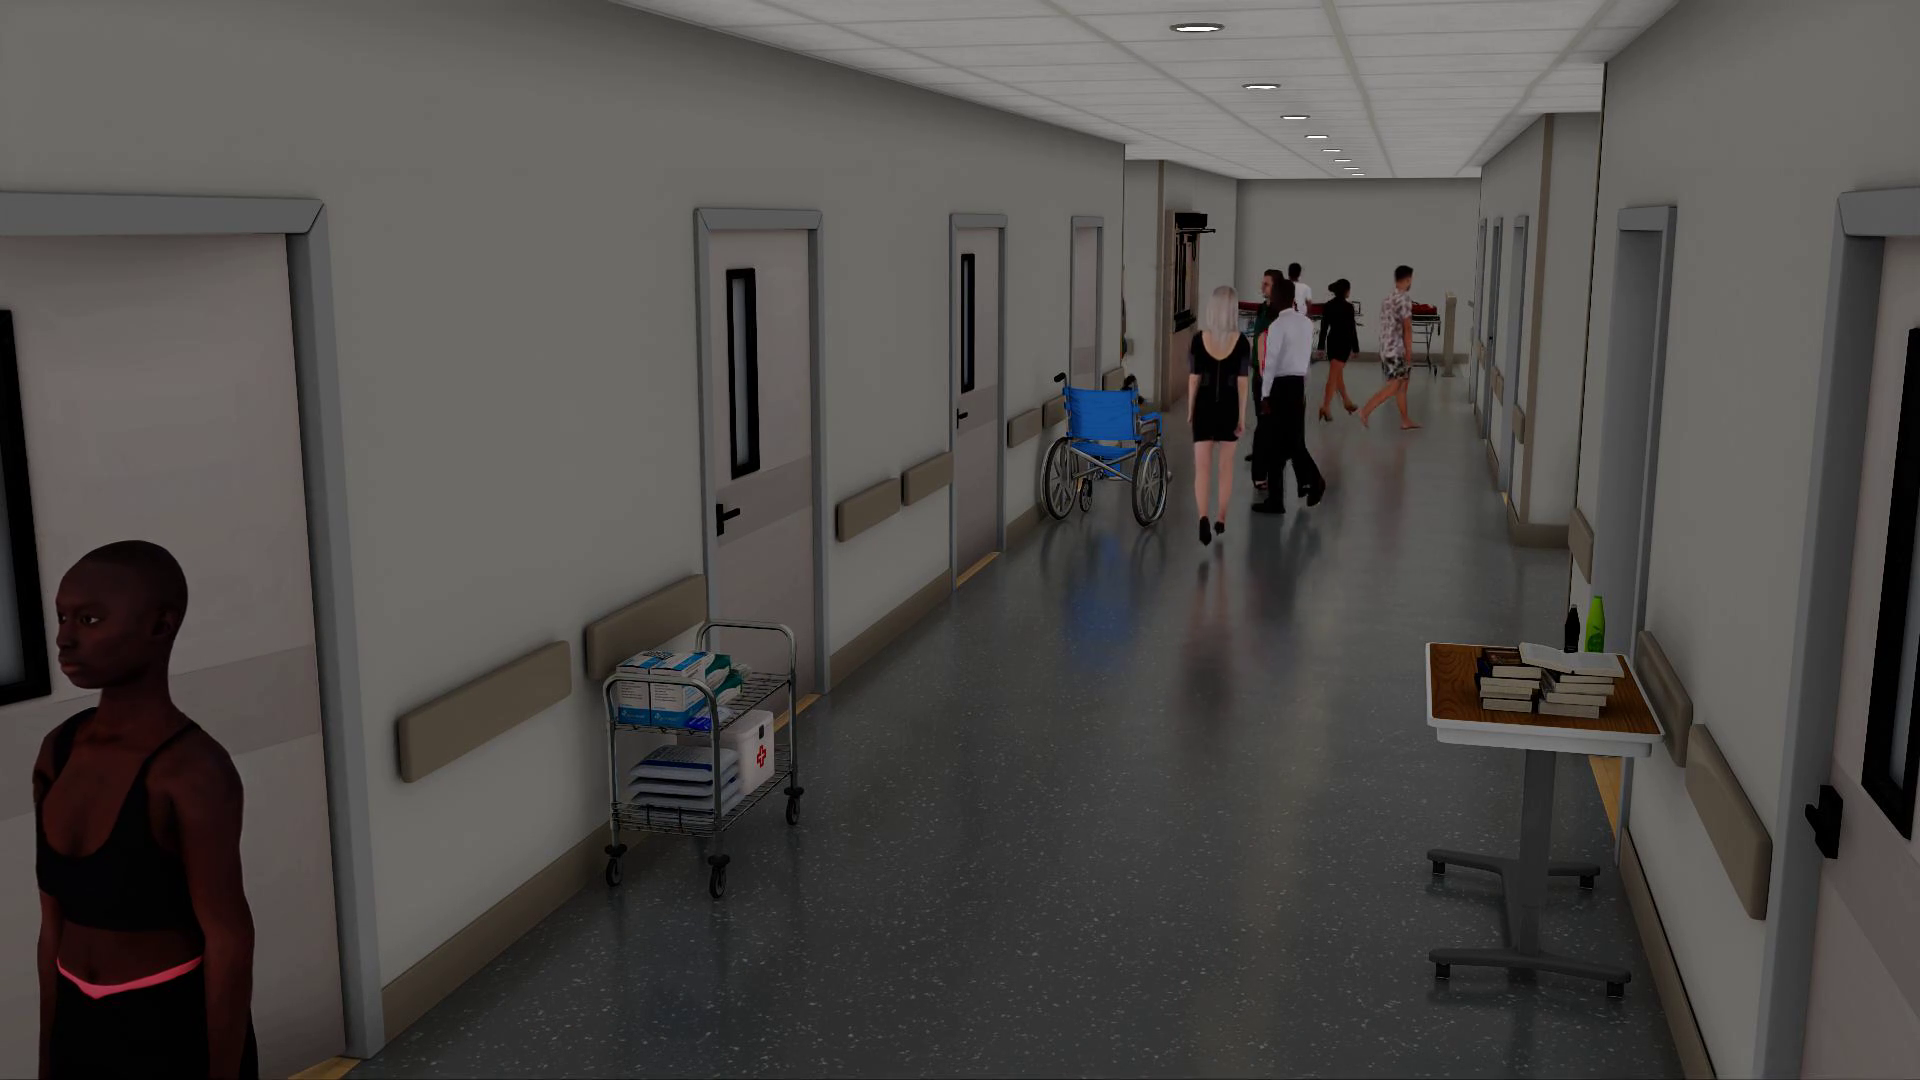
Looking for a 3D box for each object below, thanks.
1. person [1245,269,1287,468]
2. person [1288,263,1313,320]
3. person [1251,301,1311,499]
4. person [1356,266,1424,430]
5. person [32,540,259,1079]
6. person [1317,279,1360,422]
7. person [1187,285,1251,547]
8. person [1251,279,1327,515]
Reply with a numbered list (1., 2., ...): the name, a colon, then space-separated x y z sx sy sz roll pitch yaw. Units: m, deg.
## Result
1. person: 2.918 -1.613 15.573 0.792 1.840 0.719 -5 12 -25
2. person: 4.572 -2.908 22.797 0.715 1.696 1.149 2 11 9
3. person: 2.603 -1.164 13.812 0.911 1.618 1.140 -3 11 -13
4. person: 4.657 -2.052 18.080 1.086 1.772 1.147 -2 11 -11
5. person: -1.310 0.864 2.750 0.594 1.758 0.551 4 11 21
6. person: 4.259 -2.135 18.959 1.068 1.608 0.952 -8 14 -37
7. person: 1.773 -0.831 11.584 0.670 1.796 1.158 1 11 8
8. person: 2.574 -1.084 12.838 0.976 1.824 1.004 -8 14 -38
